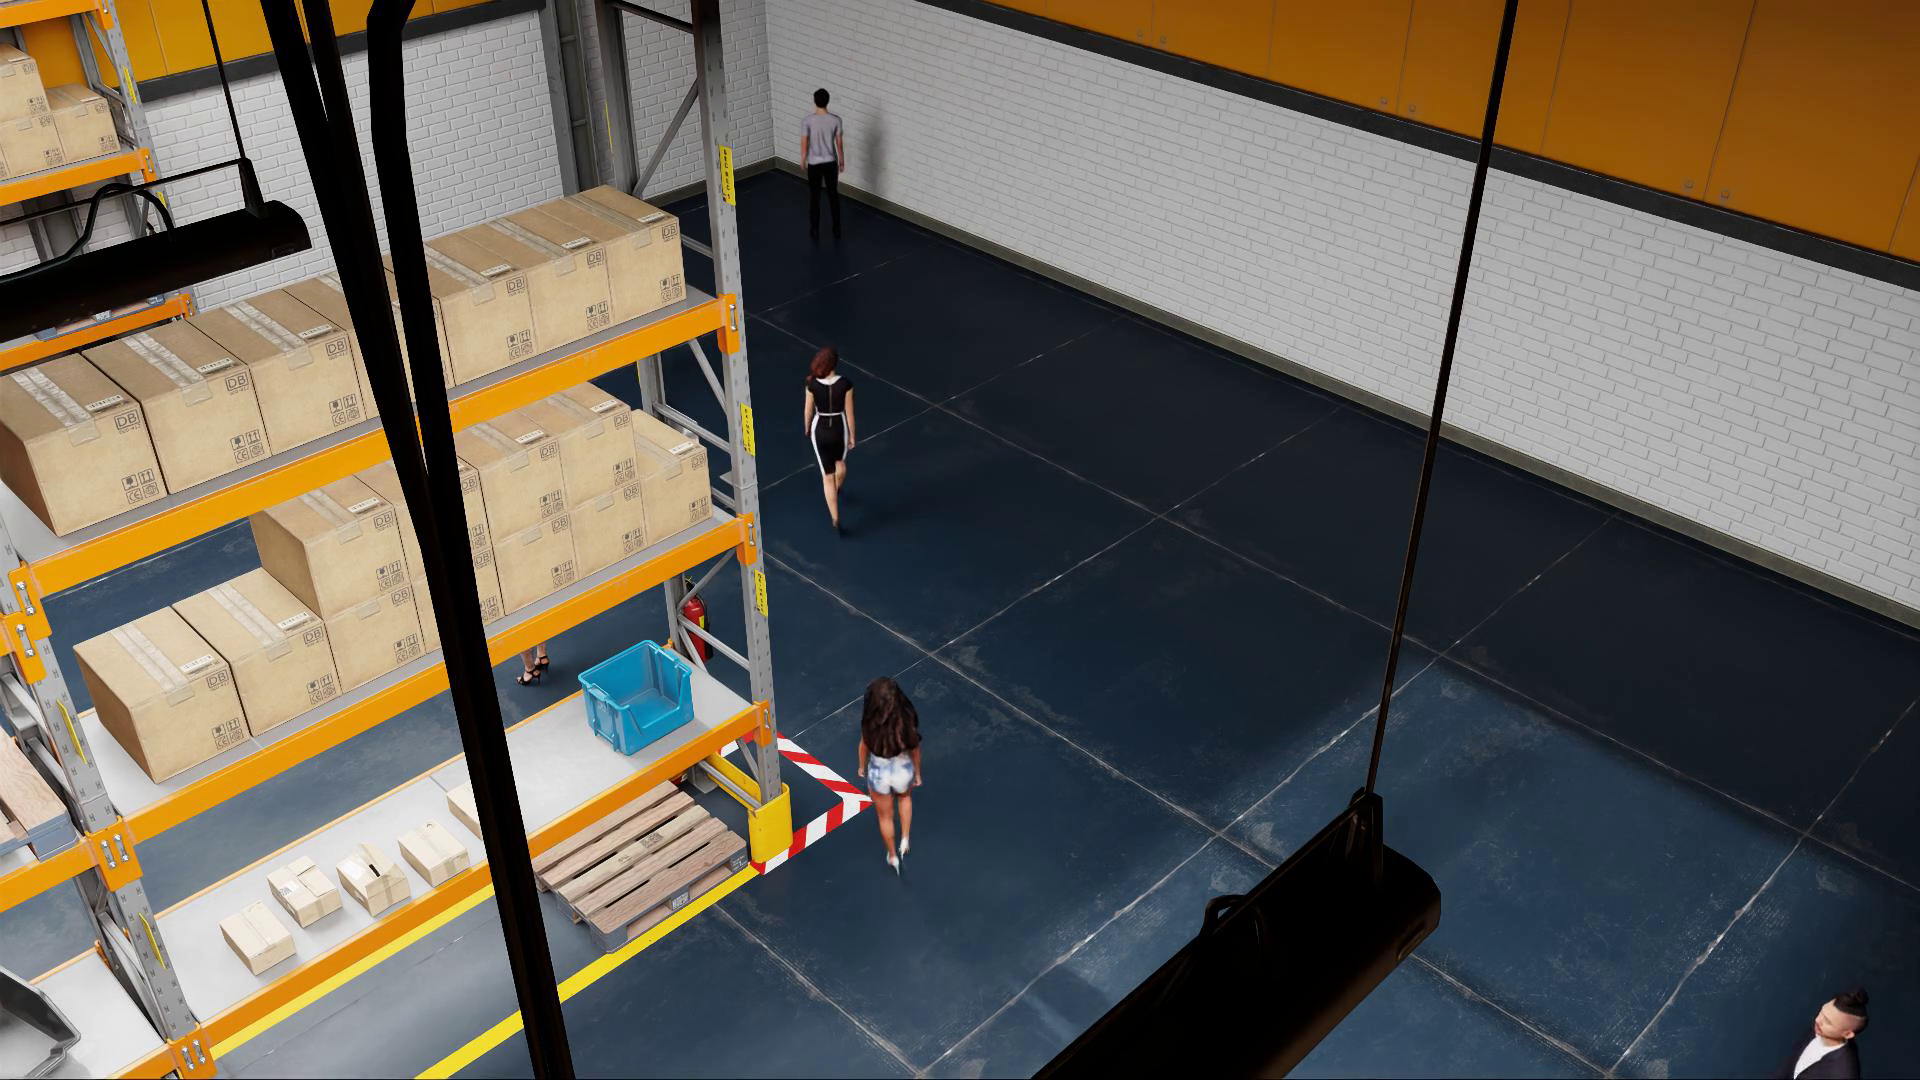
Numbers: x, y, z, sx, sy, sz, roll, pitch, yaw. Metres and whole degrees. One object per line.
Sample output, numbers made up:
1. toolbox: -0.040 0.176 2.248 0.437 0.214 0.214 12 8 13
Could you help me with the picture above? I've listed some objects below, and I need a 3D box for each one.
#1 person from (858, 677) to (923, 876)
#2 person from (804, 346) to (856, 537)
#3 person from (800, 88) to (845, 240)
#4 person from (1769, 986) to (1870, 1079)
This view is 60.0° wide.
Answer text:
1. person: -0.455 1.661 11.262 0.694 1.600 0.760 -8 34 -11
2. person: -1.156 -0.845 14.886 1.077 1.763 1.081 -4 34 -6
3. person: -1.688 -4.603 20.497 0.699 1.809 0.819 -7 34 -11
4. person: 4.588 3.097 8.795 0.935 1.940 0.833 8 34 11
